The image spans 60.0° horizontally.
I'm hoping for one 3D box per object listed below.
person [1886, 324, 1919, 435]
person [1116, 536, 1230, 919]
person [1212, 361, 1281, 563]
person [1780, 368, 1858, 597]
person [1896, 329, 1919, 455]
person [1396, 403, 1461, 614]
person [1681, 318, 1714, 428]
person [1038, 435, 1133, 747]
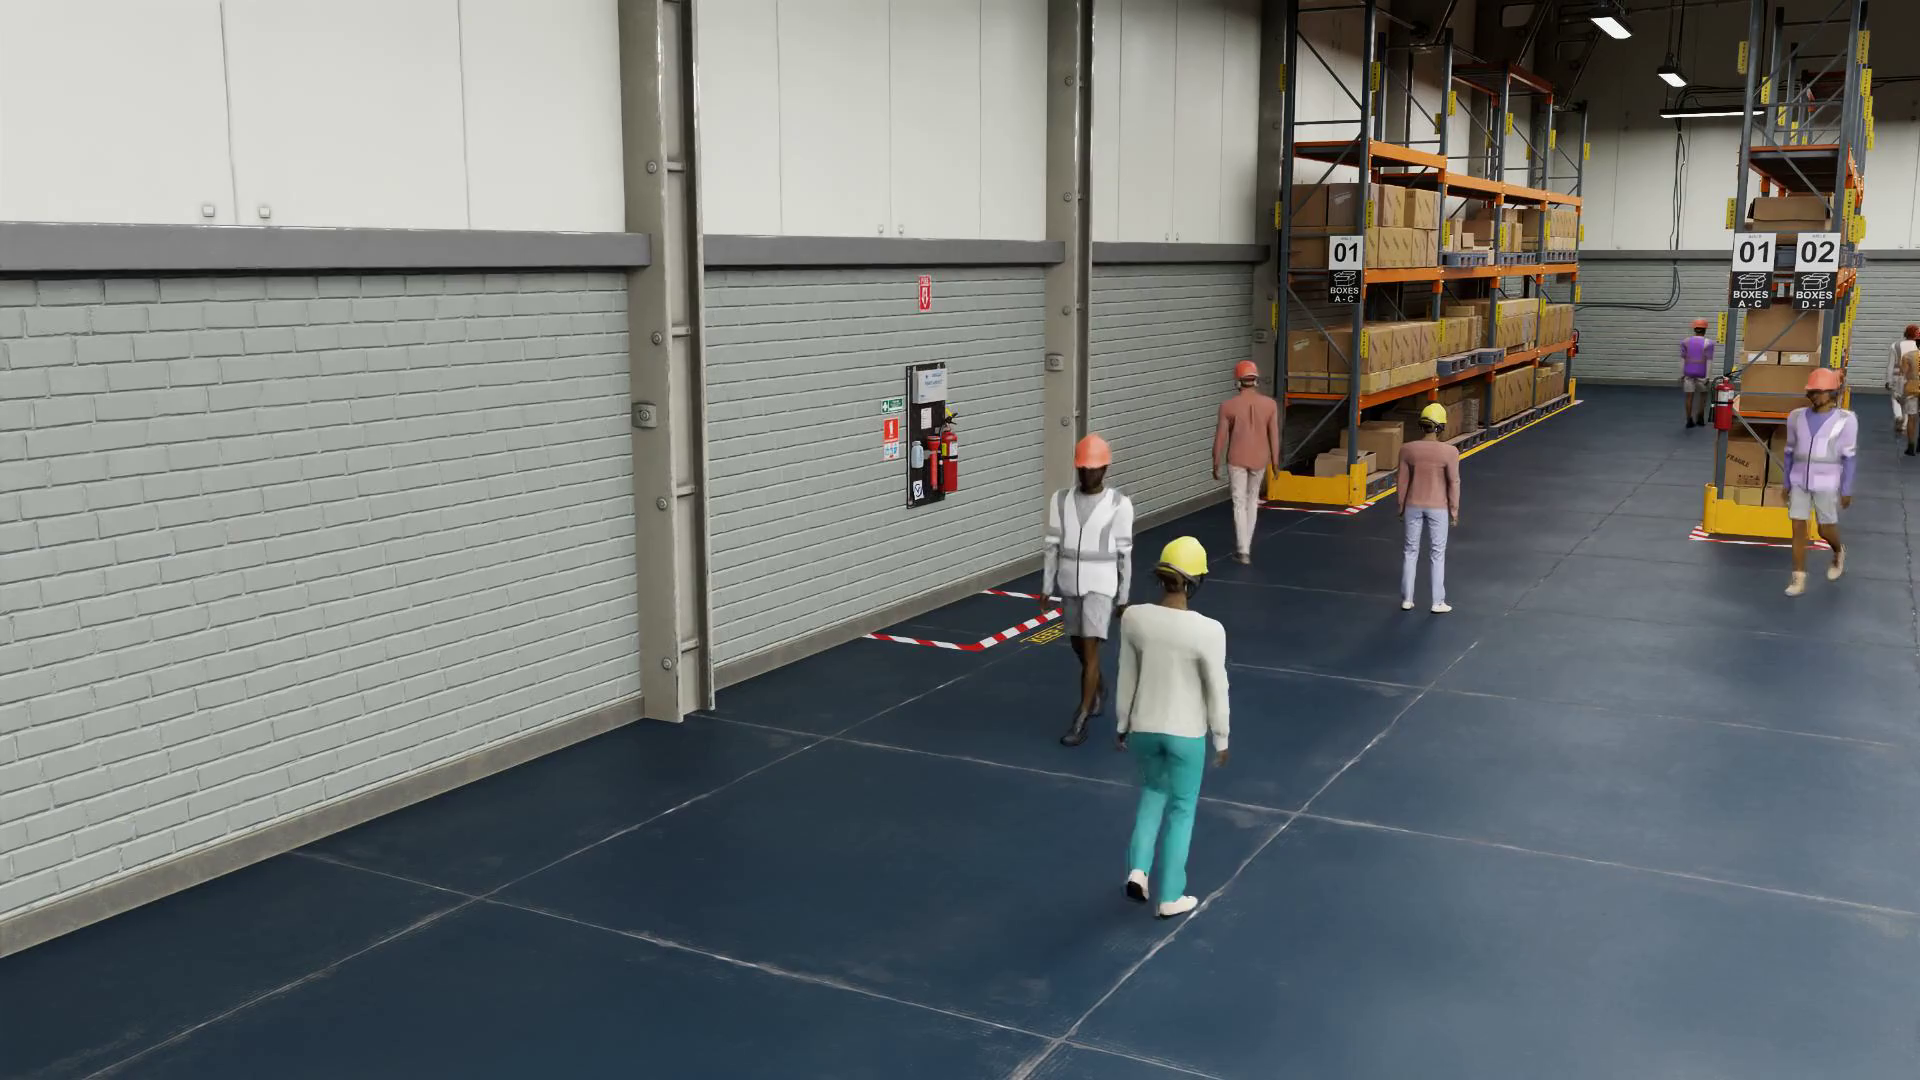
[{"bbox_3d":[15.851,-2.682,27.844,0.595,1.866,0.492,4,11,24],"label":"person"},{"bbox_3d":[0.971,0.848,7.519,0.543,1.750,0.365,7,12,36],"label":"person"},{"bbox_3d":[2.779,-0.790,16.478,0.650,1.962,0.840,-2,10,-12],"label":"person"},{"bbox_3d":[7.617,-0.520,14.722,0.767,2.028,0.604,-8,13,-40],"label":"person"},{"bbox_3d":[14.463,-2.238,25.125,0.556,1.915,0.592,3,10,18],"label":"person"},{"bbox_3d":[3.940,-0.265,13.997,0.533,1.767,0.325,6,12,32],"label":"person"},{"bbox_3d":[12.898,-2.917,29.097,0.549,1.916,0.584,8,12,38],"label":"person"},{"bbox_3d":[0.825,0.269,10.472,0.541,1.906,0.948,5,11,28],"label":"person"}]
